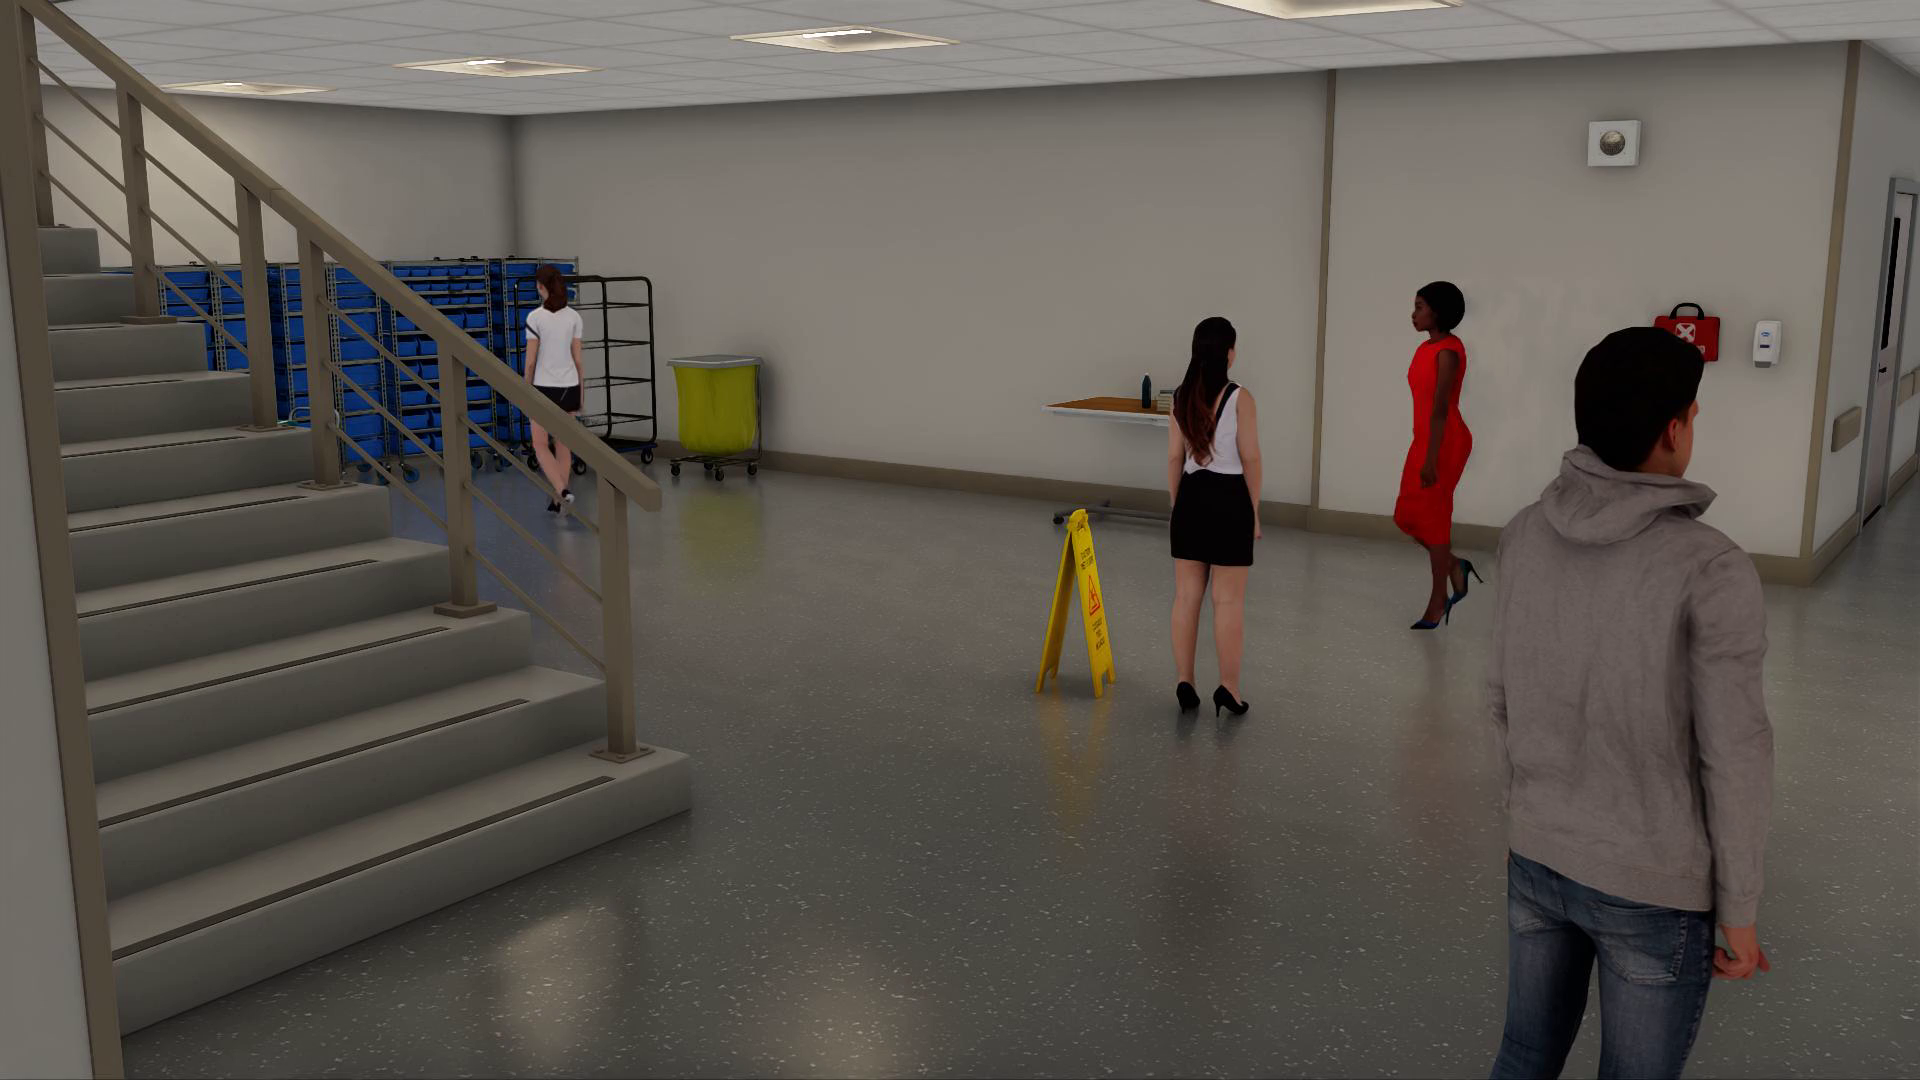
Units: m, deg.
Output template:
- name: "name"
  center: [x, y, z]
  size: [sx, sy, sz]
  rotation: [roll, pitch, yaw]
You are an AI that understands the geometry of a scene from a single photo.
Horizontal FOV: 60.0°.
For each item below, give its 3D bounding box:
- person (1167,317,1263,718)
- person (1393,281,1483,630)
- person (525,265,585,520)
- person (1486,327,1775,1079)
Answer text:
- name: "person"
  center: [1.036, -0.092, 6.865]
  size: [0.454, 1.648, 0.616]
  rotation: [7, 13, 32]
- name: "person"
  center: [2.461, -0.407, 8.302]
  size: [0.841, 1.732, 0.781]
  rotation: [-2, 11, -11]
- name: "person"
  center: [-2.737, -0.975, 11.276]
  size: [0.802, 1.738, 1.023]
  rotation: [-7, 13, -32]
- name: "person"
  center: [1.113, 0.557, 2.893]
  size: [0.799, 1.853, 0.640]
  rotation: [-7, 13, -33]
